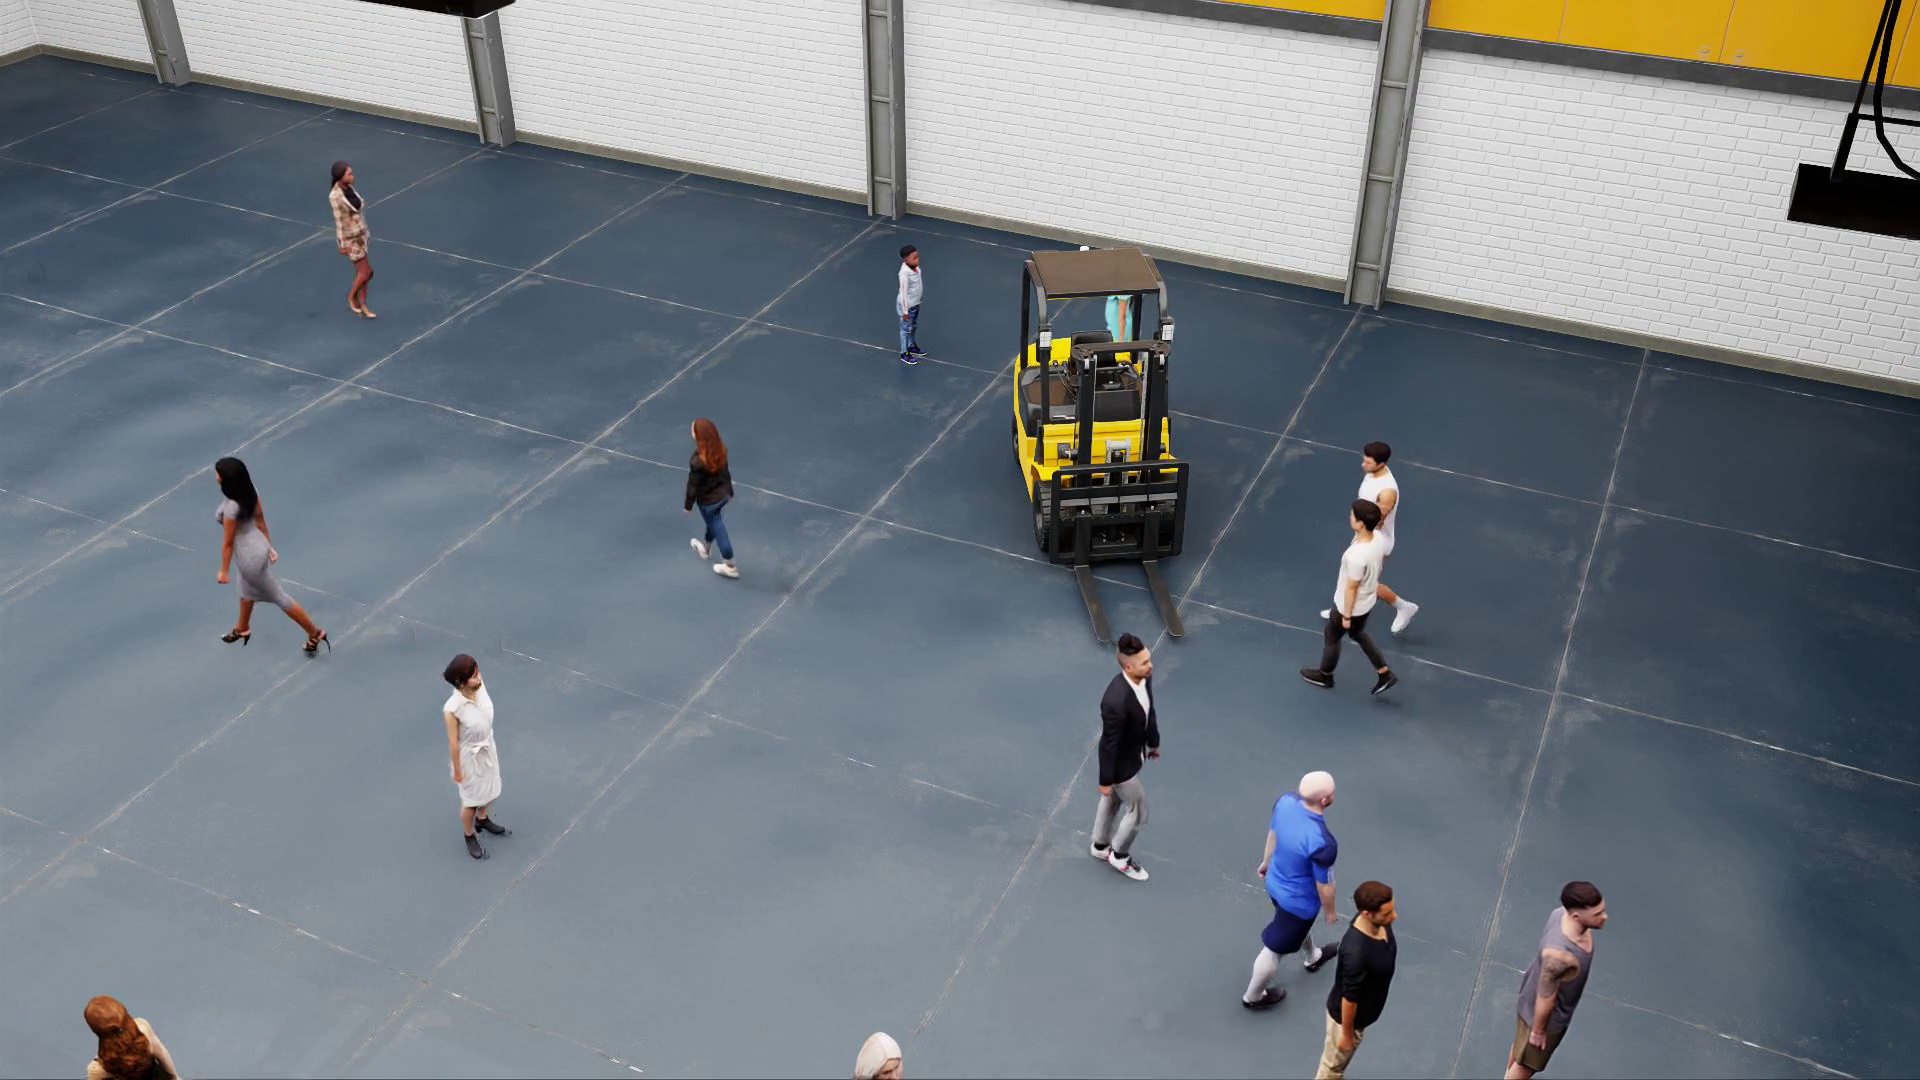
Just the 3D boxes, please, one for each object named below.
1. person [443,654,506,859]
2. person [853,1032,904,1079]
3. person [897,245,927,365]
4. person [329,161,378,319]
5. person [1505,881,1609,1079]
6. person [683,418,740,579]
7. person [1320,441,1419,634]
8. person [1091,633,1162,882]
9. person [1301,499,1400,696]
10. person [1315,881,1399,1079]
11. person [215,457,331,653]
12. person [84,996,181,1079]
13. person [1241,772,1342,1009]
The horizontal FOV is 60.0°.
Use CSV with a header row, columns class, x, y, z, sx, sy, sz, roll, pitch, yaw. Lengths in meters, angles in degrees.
class,x,y,z,sx,sy,sz,roll,pitch,yaw
person,-3.246,1.429,11.078,0.568,1.541,0.598,14,36,21
person,-0.424,3.089,8.414,0.511,1.724,0.595,16,37,22
person,-0.518,-2.463,17.186,0.481,1.260,0.470,16,37,22
person,-6.575,-3.188,17.808,0.709,1.779,0.661,7,34,10
person,3.221,2.540,9.130,0.566,1.845,0.621,16,37,22
person,-1.994,-0.328,13.793,0.841,1.461,0.624,18,38,25
person,3.316,0.003,13.031,1.068,1.753,0.917,2,34,3
person,0.975,1.362,10.815,0.660,1.942,0.718,15,36,21
person,3.014,0.461,12.389,1.033,1.700,0.765,22,40,30
person,2.145,2.549,9.106,0.519,1.858,0.627,16,37,22
person,-5.325,0.185,12.778,1.182,1.730,0.923,0,34,0
person,-4.186,2.982,8.674,0.663,1.614,0.627,10,35,15
person,1.899,2.104,9.818,1.128,1.810,1.062,-11,35,-16
